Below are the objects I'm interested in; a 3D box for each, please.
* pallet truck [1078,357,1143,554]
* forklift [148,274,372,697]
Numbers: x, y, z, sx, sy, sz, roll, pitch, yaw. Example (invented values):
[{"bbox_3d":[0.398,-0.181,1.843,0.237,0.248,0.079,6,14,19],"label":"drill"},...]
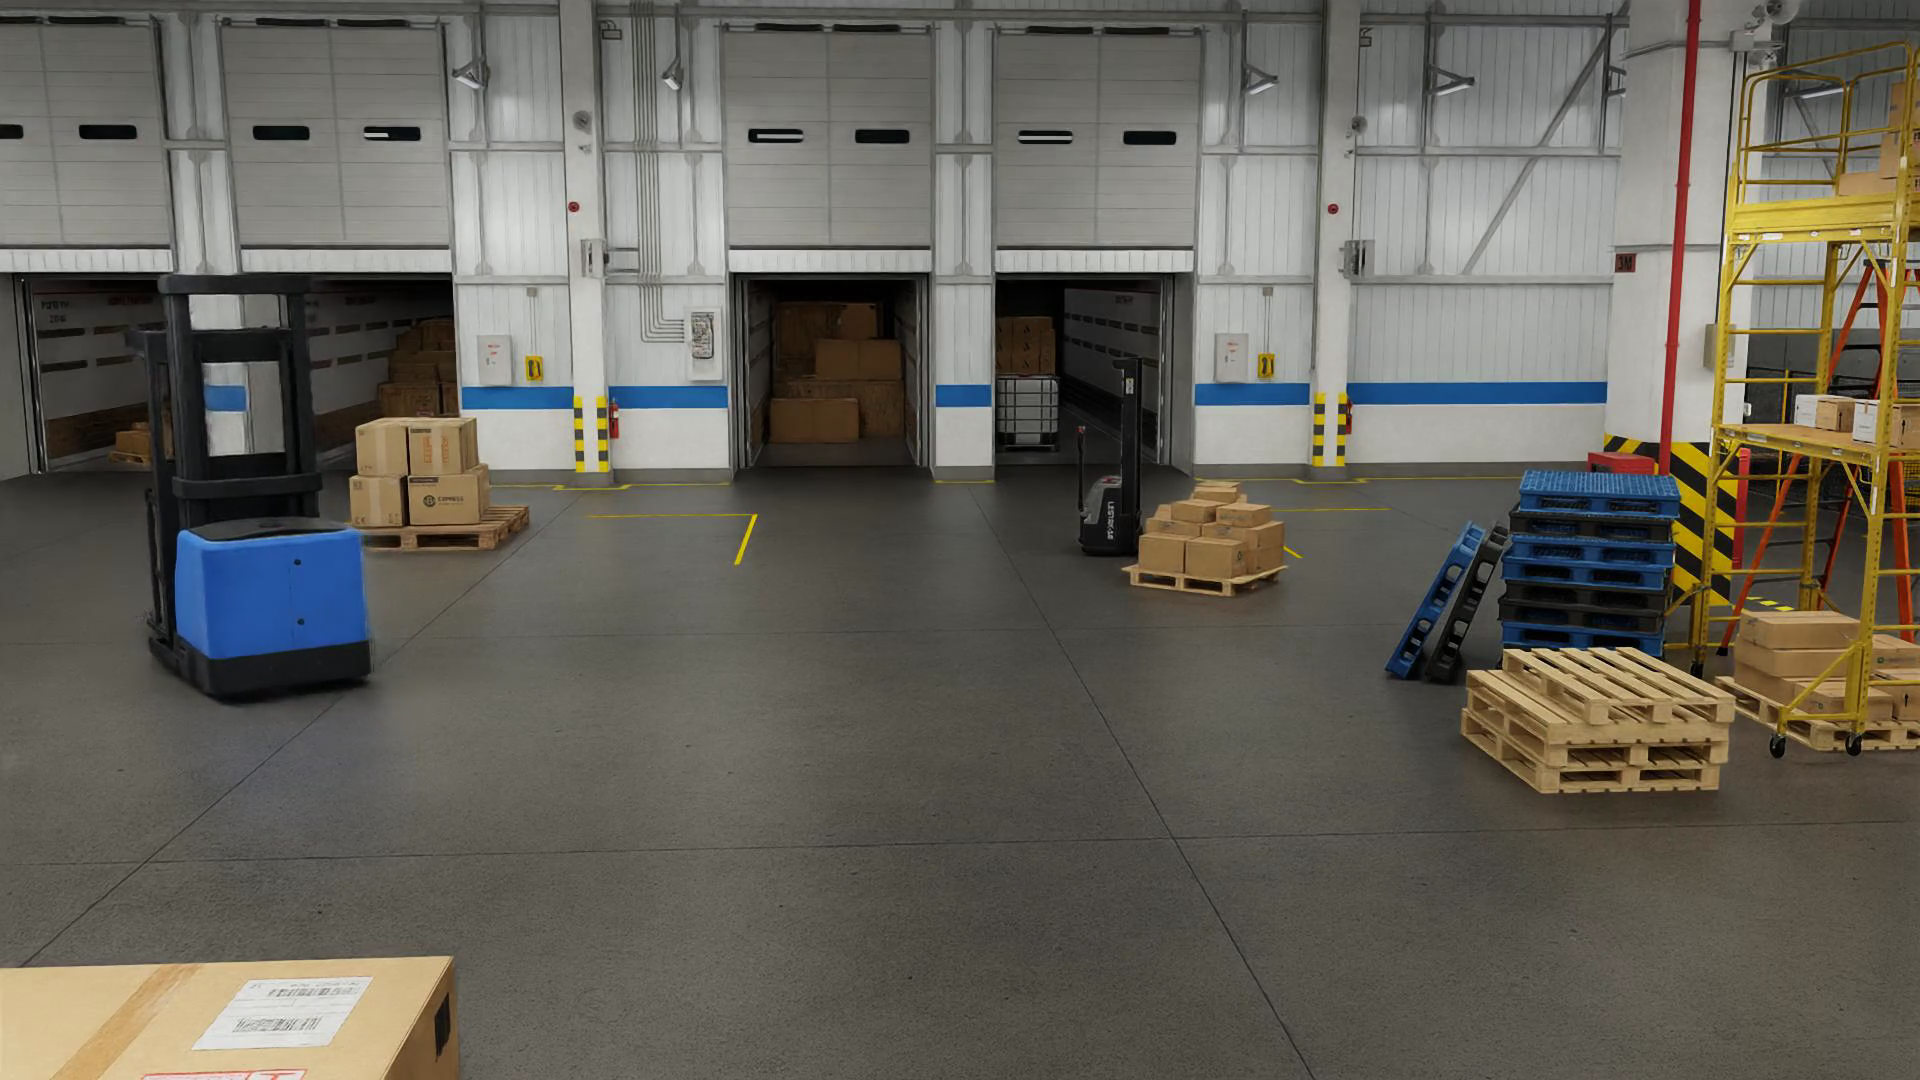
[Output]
[{"bbox_3d":[2.088,-0.836,16.757,1.885,1.965,0.823,2,9,13],"label":"pallet truck"},{"bbox_3d":[-5.005,-0.468,11.689,1.129,2.768,1.873,-7,11,-36],"label":"forklift"}]
